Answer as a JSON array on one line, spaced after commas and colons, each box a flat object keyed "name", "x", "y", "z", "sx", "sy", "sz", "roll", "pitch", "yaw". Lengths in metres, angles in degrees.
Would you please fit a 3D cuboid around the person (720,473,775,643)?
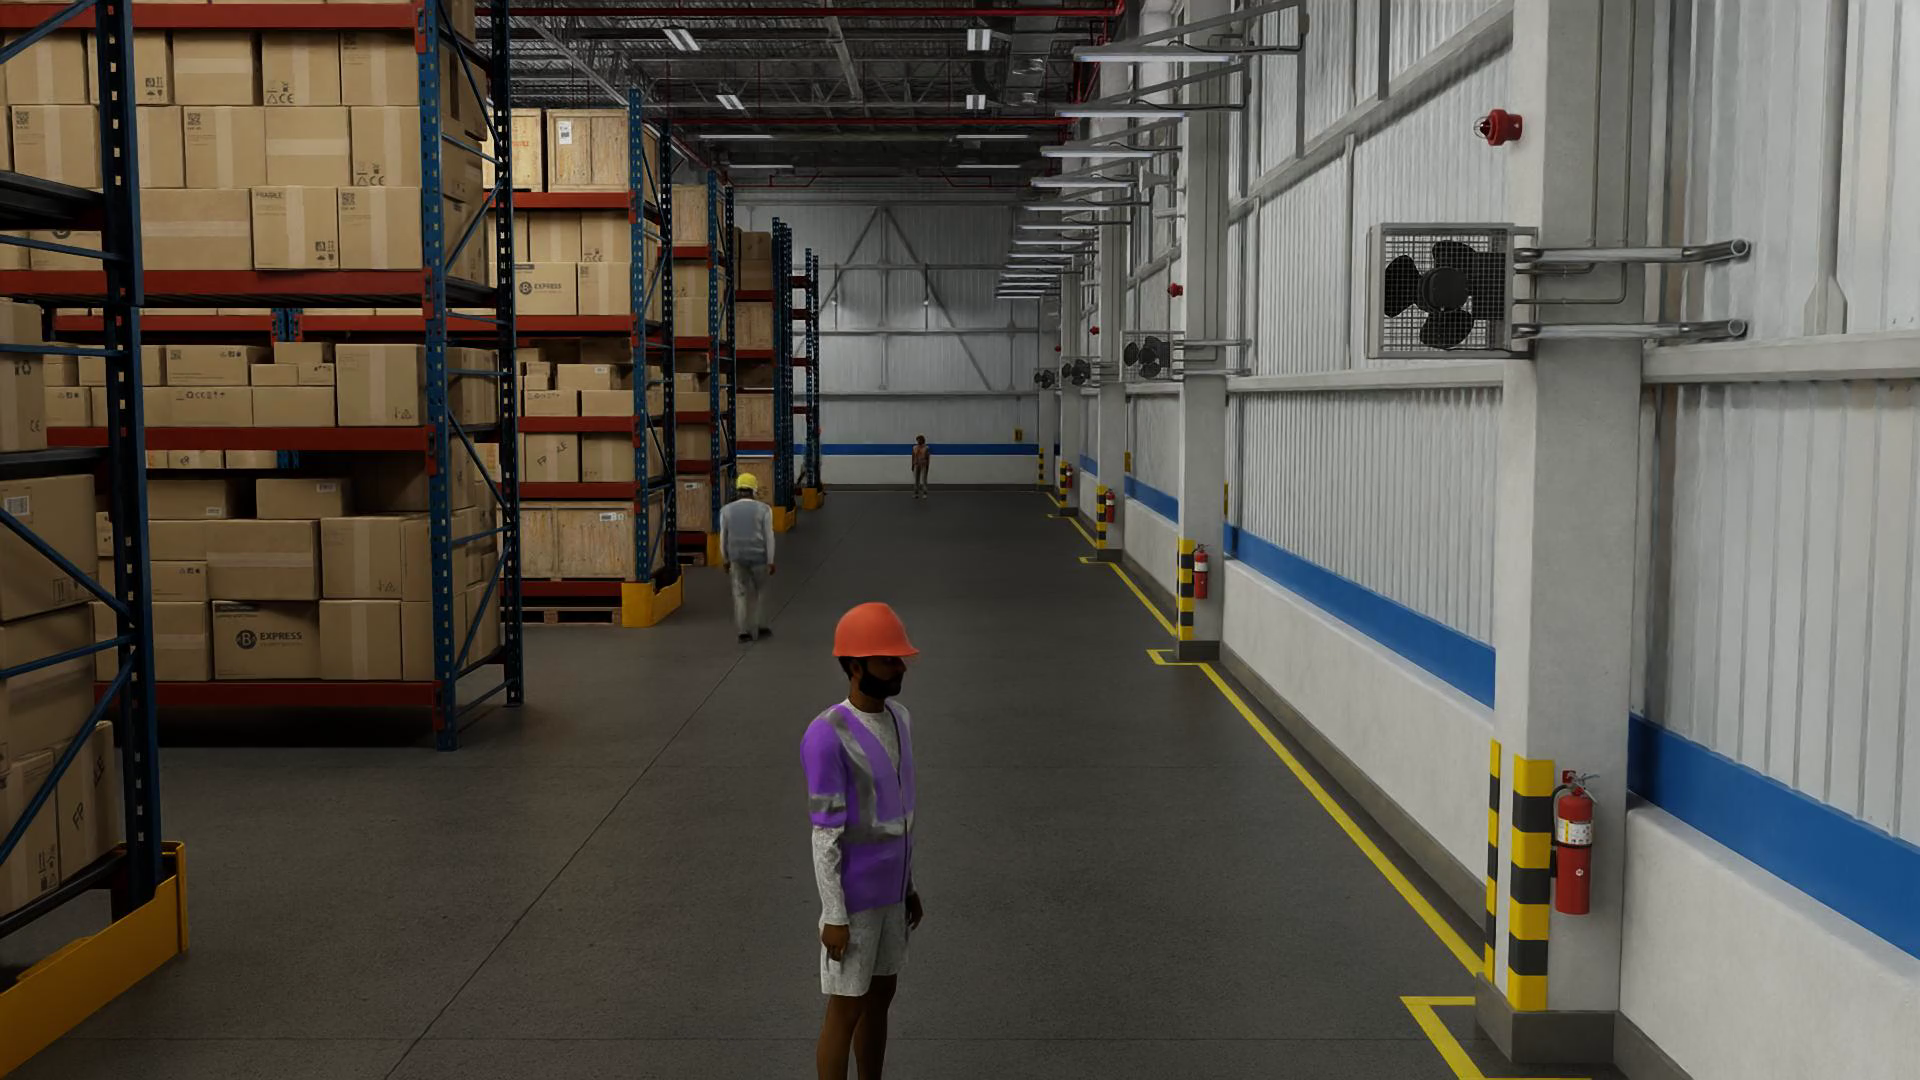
[{"name": "person", "x": -2.253, "y": 0.183, "z": 17.918, "sx": 0.628, "sy": 1.808, "sz": 0.700, "roll": 1, "pitch": 5, "yaw": 9}]

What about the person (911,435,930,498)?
[{"name": "person", "x": -1.023, "y": -1.897, "z": 43.183, "sx": 0.511, "sy": 1.638, "sz": 0.307, "roll": 2, "pitch": 5, "yaw": 23}]

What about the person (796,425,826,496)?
[{"name": "person", "x": -3.993, "y": -2.113, "z": 44.377, "sx": 0.554, "sy": 1.882, "sz": 0.767, "roll": 4, "pitch": 6, "yaw": 40}]

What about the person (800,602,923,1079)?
[{"name": "person", "x": -0.299, "y": 1.175, "z": 5.630, "sx": 0.352, "sy": 1.942, "sz": 0.545, "roll": 3, "pitch": 6, "yaw": 28}]
